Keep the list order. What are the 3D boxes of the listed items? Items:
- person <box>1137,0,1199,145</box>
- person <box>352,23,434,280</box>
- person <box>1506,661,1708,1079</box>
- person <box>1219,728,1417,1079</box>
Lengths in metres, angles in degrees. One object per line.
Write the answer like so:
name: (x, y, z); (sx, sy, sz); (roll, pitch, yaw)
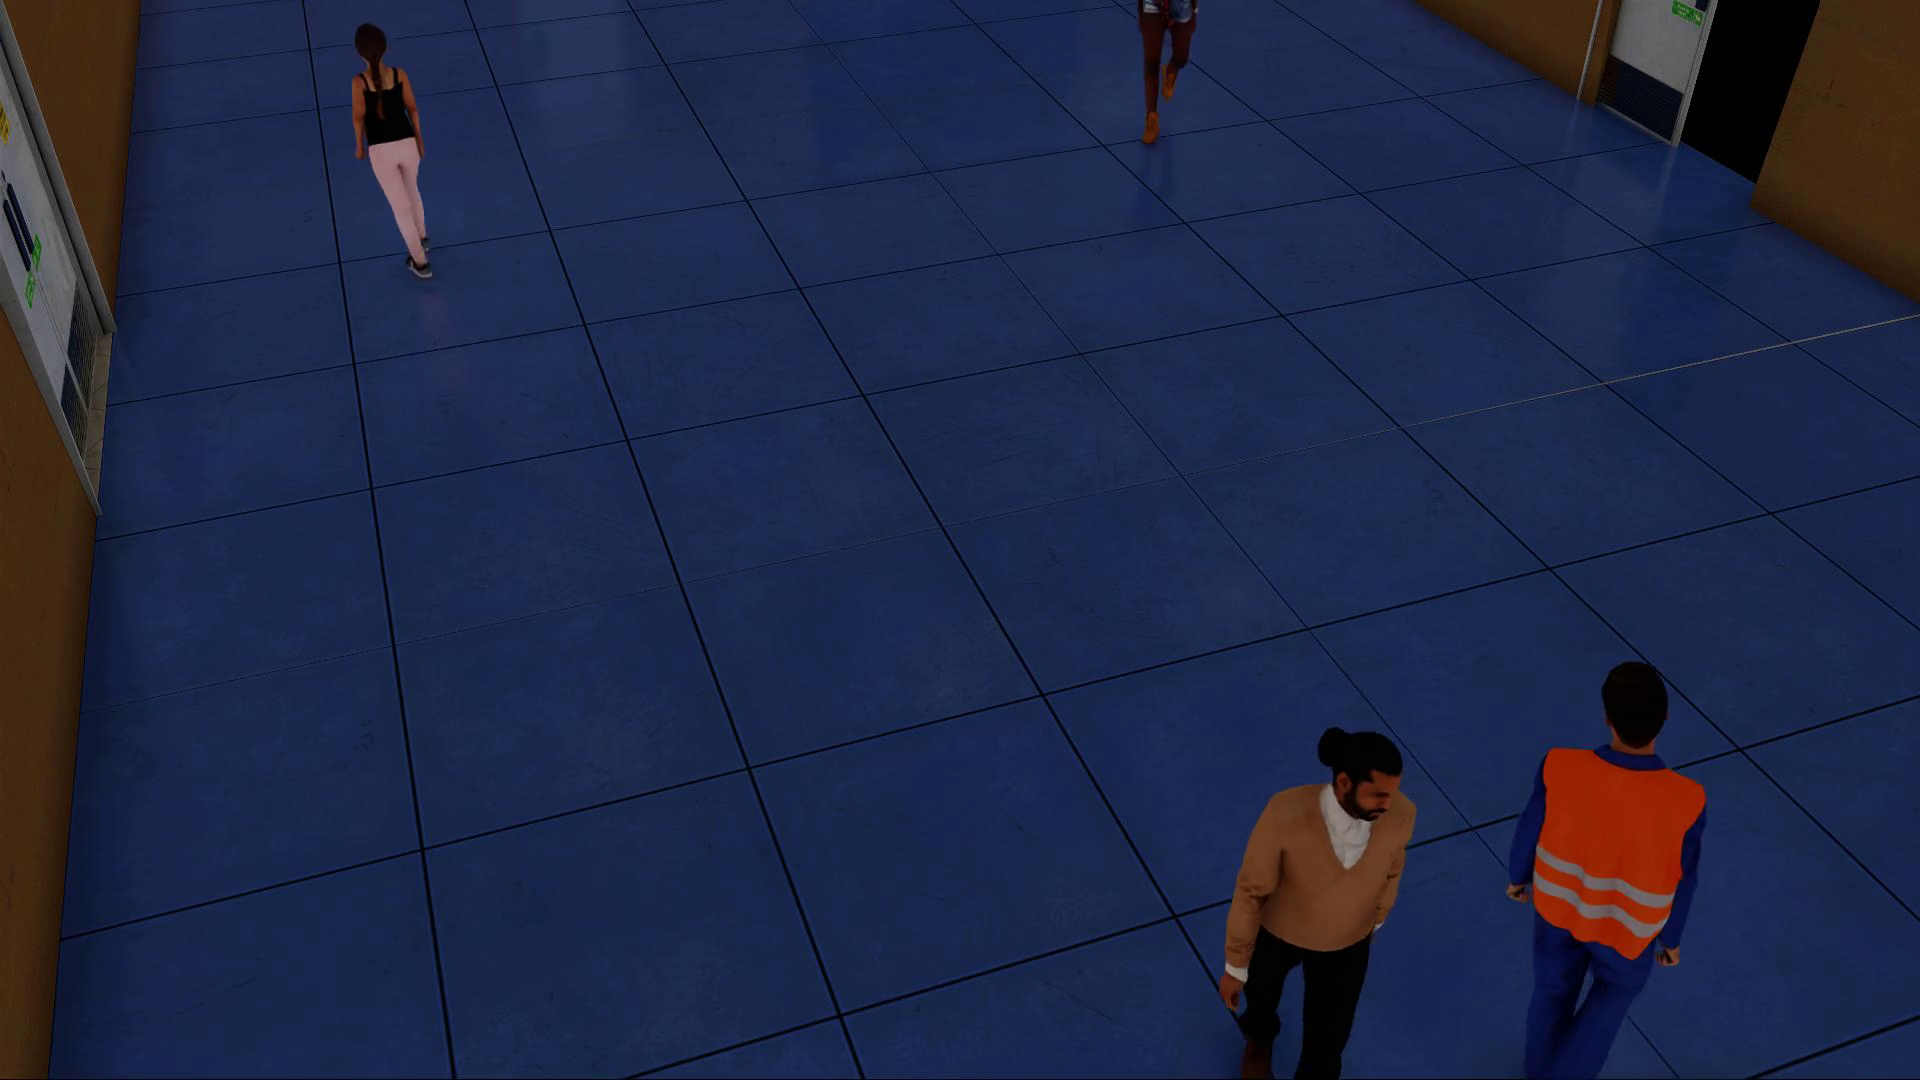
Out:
person: (1.479, -3.757, 11.851); (1.089, 1.703, 0.950); (3, 37, 4)
person: (-3.399, -2.319, 10.065); (0.796, 1.546, 0.736); (-28, 45, -32)
person: (1.925, 1.212, 5.118); (0.931, 1.839, 0.991); (22, 42, 26)
person: (1.106, 1.176, 5.267); (1.069, 1.718, 1.010); (4, 37, 5)
